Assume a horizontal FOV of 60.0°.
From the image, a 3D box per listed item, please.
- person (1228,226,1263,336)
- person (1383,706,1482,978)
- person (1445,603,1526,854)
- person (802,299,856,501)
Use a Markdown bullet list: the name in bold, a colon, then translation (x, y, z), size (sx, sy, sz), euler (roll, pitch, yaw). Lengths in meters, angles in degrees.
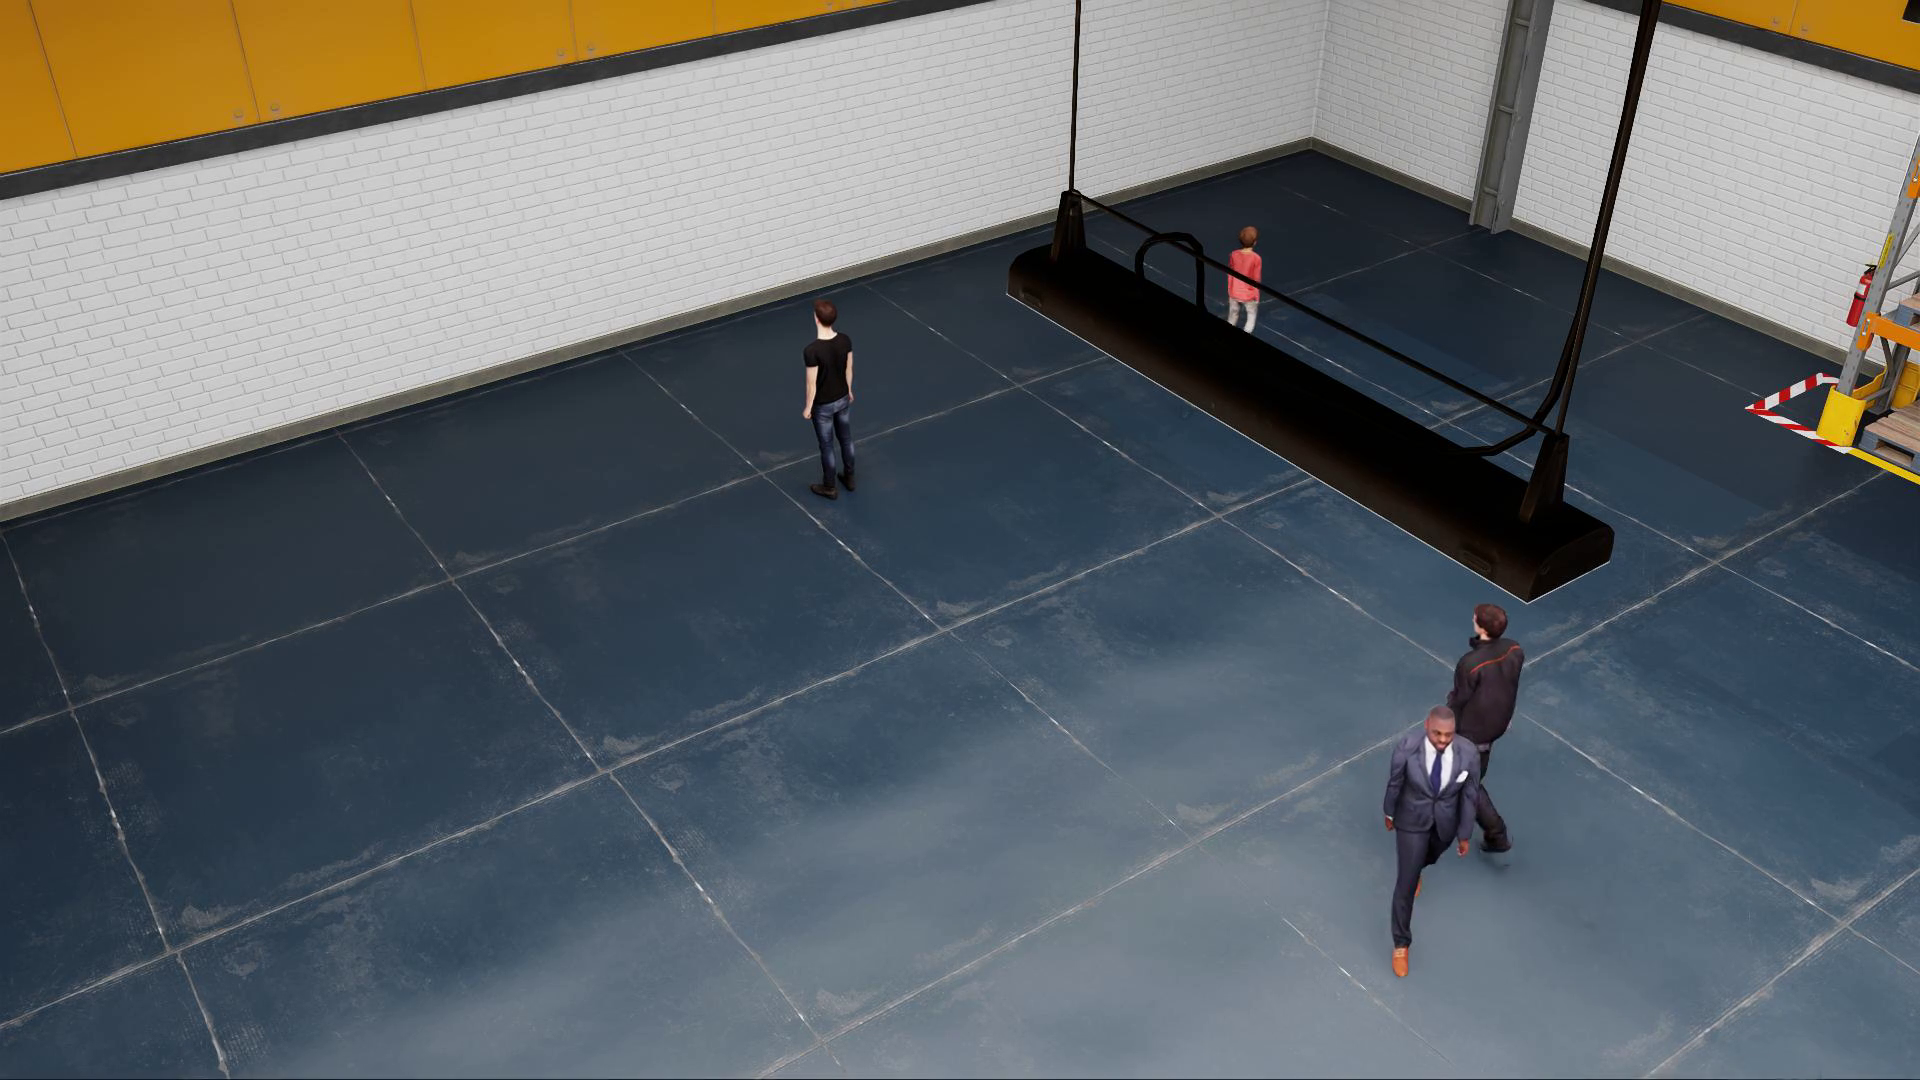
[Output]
- **person**: translation (2.893, -2.529, 17.126), size (0.664, 1.409, 0.718), euler (17, 37, 24)
- **person**: translation (2.917, 1.717, 10.386), size (1.200, 1.797, 1.299), euler (4, 34, 6)
- **person**: translation (3.514, 1.283, 11.030), size (0.713, 1.807, 1.072), euler (-20, 39, -27)
- **person**: translation (-1.144, -1.246, 14.754), size (0.688, 1.896, 0.582), euler (-25, 41, -32)
